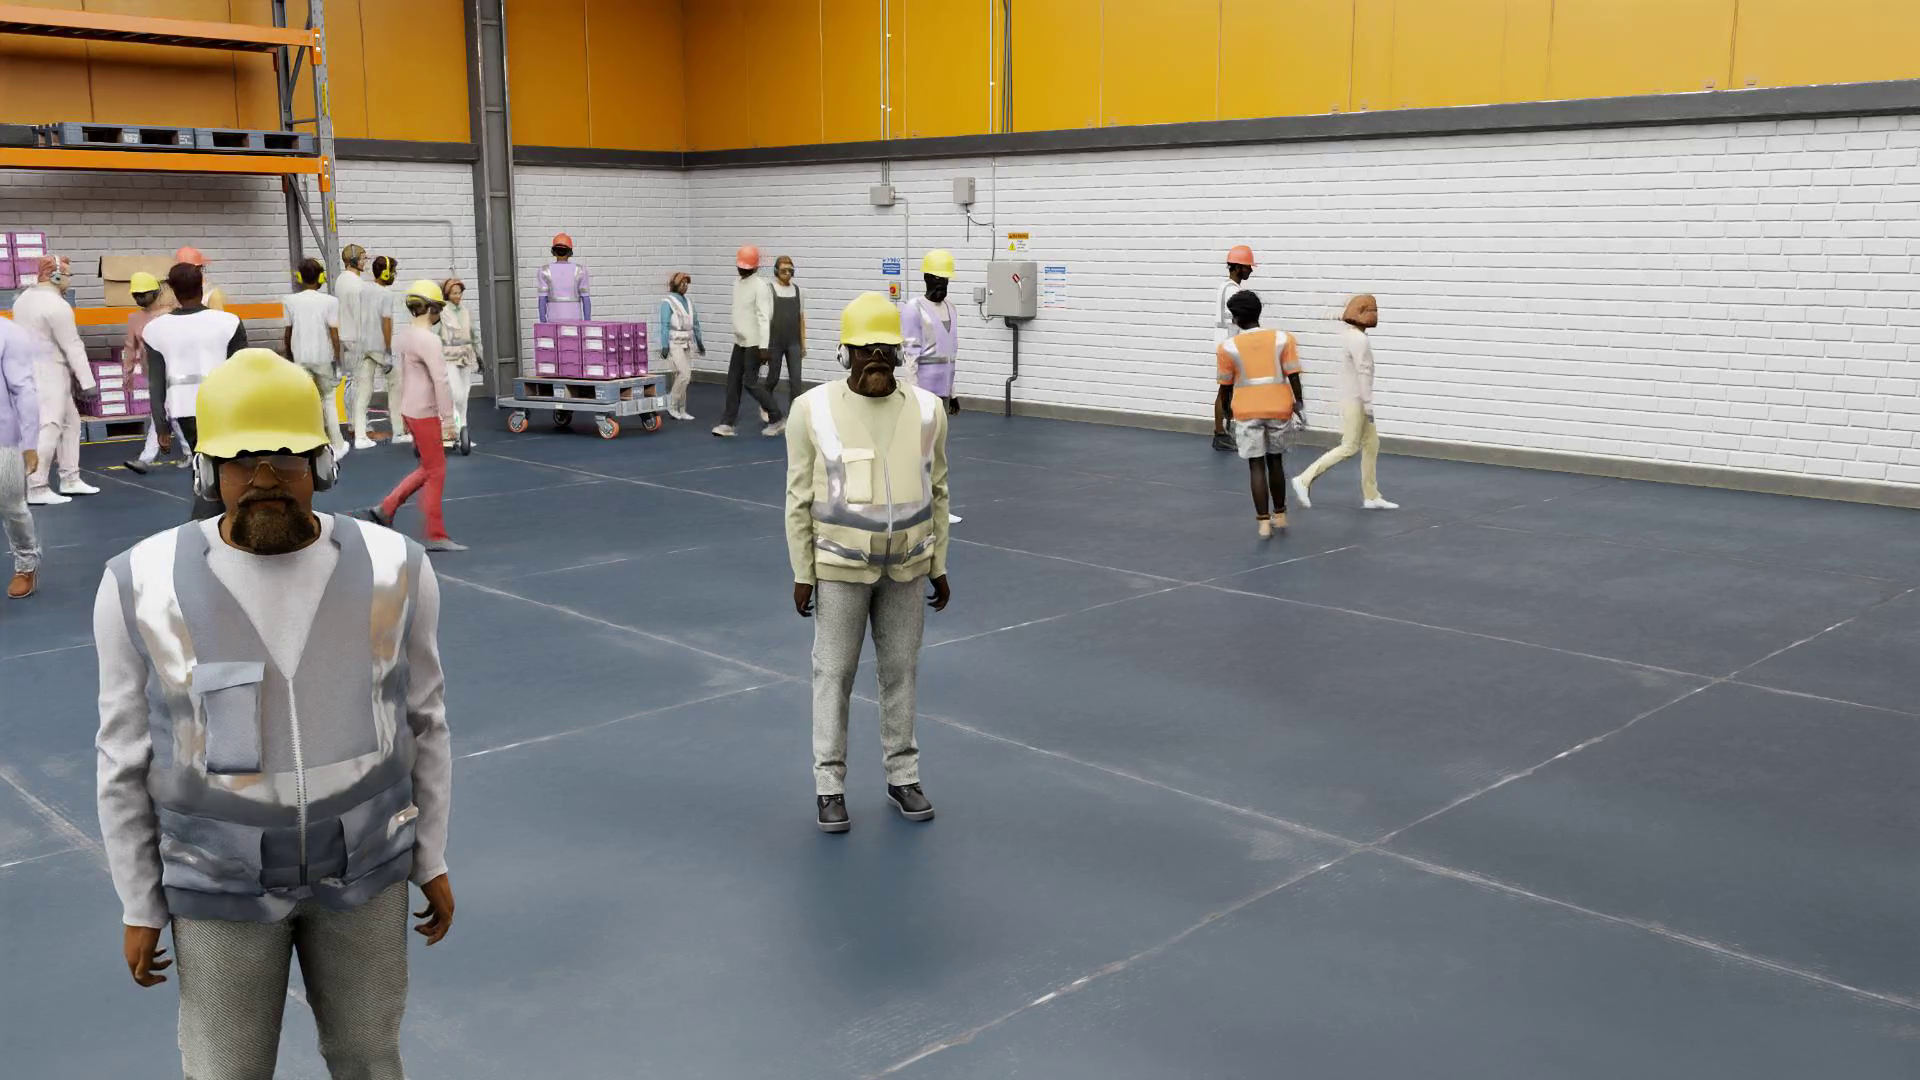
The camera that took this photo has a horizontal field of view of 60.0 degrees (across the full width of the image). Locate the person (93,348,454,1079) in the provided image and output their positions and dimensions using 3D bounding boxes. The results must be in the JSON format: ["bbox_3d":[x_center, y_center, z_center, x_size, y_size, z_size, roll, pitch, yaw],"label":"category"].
[{"bbox_3d":[-1.190,0.579,2.956,0.590,1.833,0.404,-6,12,-29],"label":"person"}]

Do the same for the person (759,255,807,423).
[{"bbox_3d":[-1.870,-2.086,17.525,0.530,1.831,0.752,-5,12,-27],"label":"person"}]

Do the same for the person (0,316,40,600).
[{"bbox_3d":[-5.236,-0.539,8.895,0.637,1.900,1.013,-3,11,-16],"label":"person"}]

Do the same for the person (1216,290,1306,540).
[{"bbox_3d":[2.010,-0.847,11.182,0.586,1.652,0.609,0,10,0],"label":"person"}]

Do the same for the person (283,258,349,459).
[{"bbox_3d":[-5.696,-1.564,14.677,0.539,1.817,0.984,-1,10,-5],"label":"person"}]

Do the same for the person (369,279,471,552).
[{"bbox_3d":[-3.483,-0.782,10.631,0.519,1.750,0.519,-4,11,-23],"label":"person"}]

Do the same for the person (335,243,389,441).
[{"bbox_3d":[-5.934,-1.941,16.406,0.372,1.940,0.632,-7,12,-33],"label":"person"}]

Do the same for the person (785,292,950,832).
[{"bbox_3d":[-0.301,0.076,5.695,0.586,1.833,0.403,-4,11,-21],"label":"person"}]

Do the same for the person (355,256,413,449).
[{"bbox_3d":[-5.543,-1.804,15.966,0.556,1.816,0.807,6,12,30],"label":"person"}]

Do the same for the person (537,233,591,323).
[{"bbox_3d":[-4.743,-2.645,19.961,0.614,2.040,0.391,-3,11,-15],"label":"person"}]

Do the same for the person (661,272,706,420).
[{"bbox_3d":[-3.038,-2.103,18.161,0.379,1.625,0.531,4,11,21],"label":"person"}]

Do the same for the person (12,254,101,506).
[{"bbox_3d":[-6.769,-1.206,12.559,0.669,1.874,0.734,9,14,42],"label":"person"}]

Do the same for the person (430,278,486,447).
[{"bbox_3d":[-4.765,-1.668,15.753,0.414,1.617,0.620,6,12,29],"label":"person"}]

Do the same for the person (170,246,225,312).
[{"bbox_3d":[-7.015,-1.736,15.327,0.558,1.922,0.423,2,11,12],"label":"person"}]

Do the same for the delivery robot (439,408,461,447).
[{"bbox_3d":[-4.823,-1.110,15.394,0.477,0.478,0.707,-4,11,-20],"label":"delivery robot"}]

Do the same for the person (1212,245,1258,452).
[{"bbox_3d":[2.586,-1.794,15.639,0.382,1.929,0.538,0,10,1],"label":"person"}]

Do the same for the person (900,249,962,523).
[{"bbox_3d":[-0.182,-1.043,11.554,0.383,1.923,0.588,7,12,32],"label":"person"}]

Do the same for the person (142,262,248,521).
[{"bbox_3d":[-4.645,-0.748,10.179,0.601,1.847,1.017,0,10,-1],"label":"person"}]

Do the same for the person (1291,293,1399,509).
[{"bbox_3d":[2.860,-1.010,12.236,0.731,1.606,0.501,2,11,11],"label":"person"}]

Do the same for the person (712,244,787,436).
[{"bbox_3d":[-2.082,-1.980,16.649,0.753,1.942,0.680,-6,12,-30],"label":"person"}]

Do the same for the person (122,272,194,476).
[{"bbox_3d":[-6.845,-1.410,14.135,0.526,1.704,0.979,3,11,18],"label":"person"}]
